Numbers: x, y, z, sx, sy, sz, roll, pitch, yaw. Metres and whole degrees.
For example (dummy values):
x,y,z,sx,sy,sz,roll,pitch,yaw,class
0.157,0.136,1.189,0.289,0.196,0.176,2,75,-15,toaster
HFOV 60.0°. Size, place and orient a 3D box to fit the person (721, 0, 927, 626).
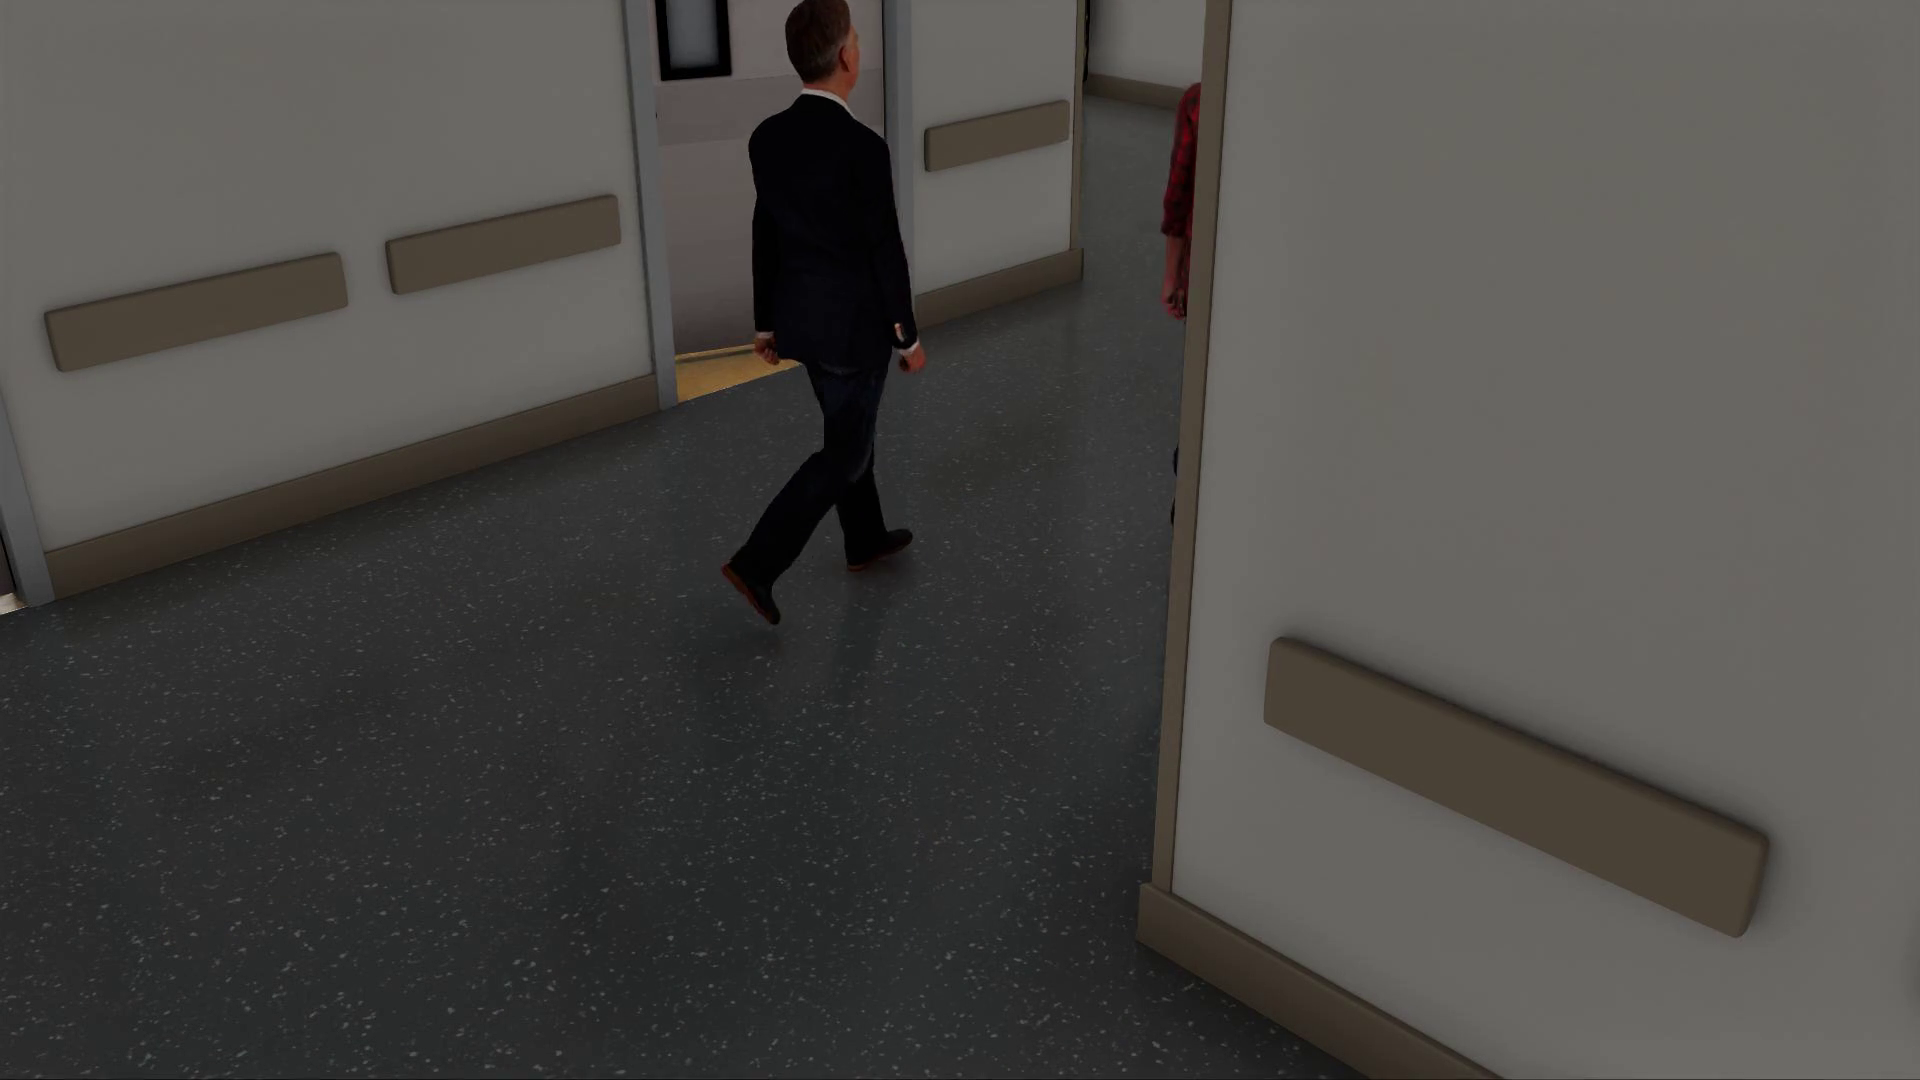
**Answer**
x,y,z,sx,sy,sz,roll,pitch,yaw,class
-0.422,-0.616,4.841,0.647,1.789,1.061,23,34,39,person
